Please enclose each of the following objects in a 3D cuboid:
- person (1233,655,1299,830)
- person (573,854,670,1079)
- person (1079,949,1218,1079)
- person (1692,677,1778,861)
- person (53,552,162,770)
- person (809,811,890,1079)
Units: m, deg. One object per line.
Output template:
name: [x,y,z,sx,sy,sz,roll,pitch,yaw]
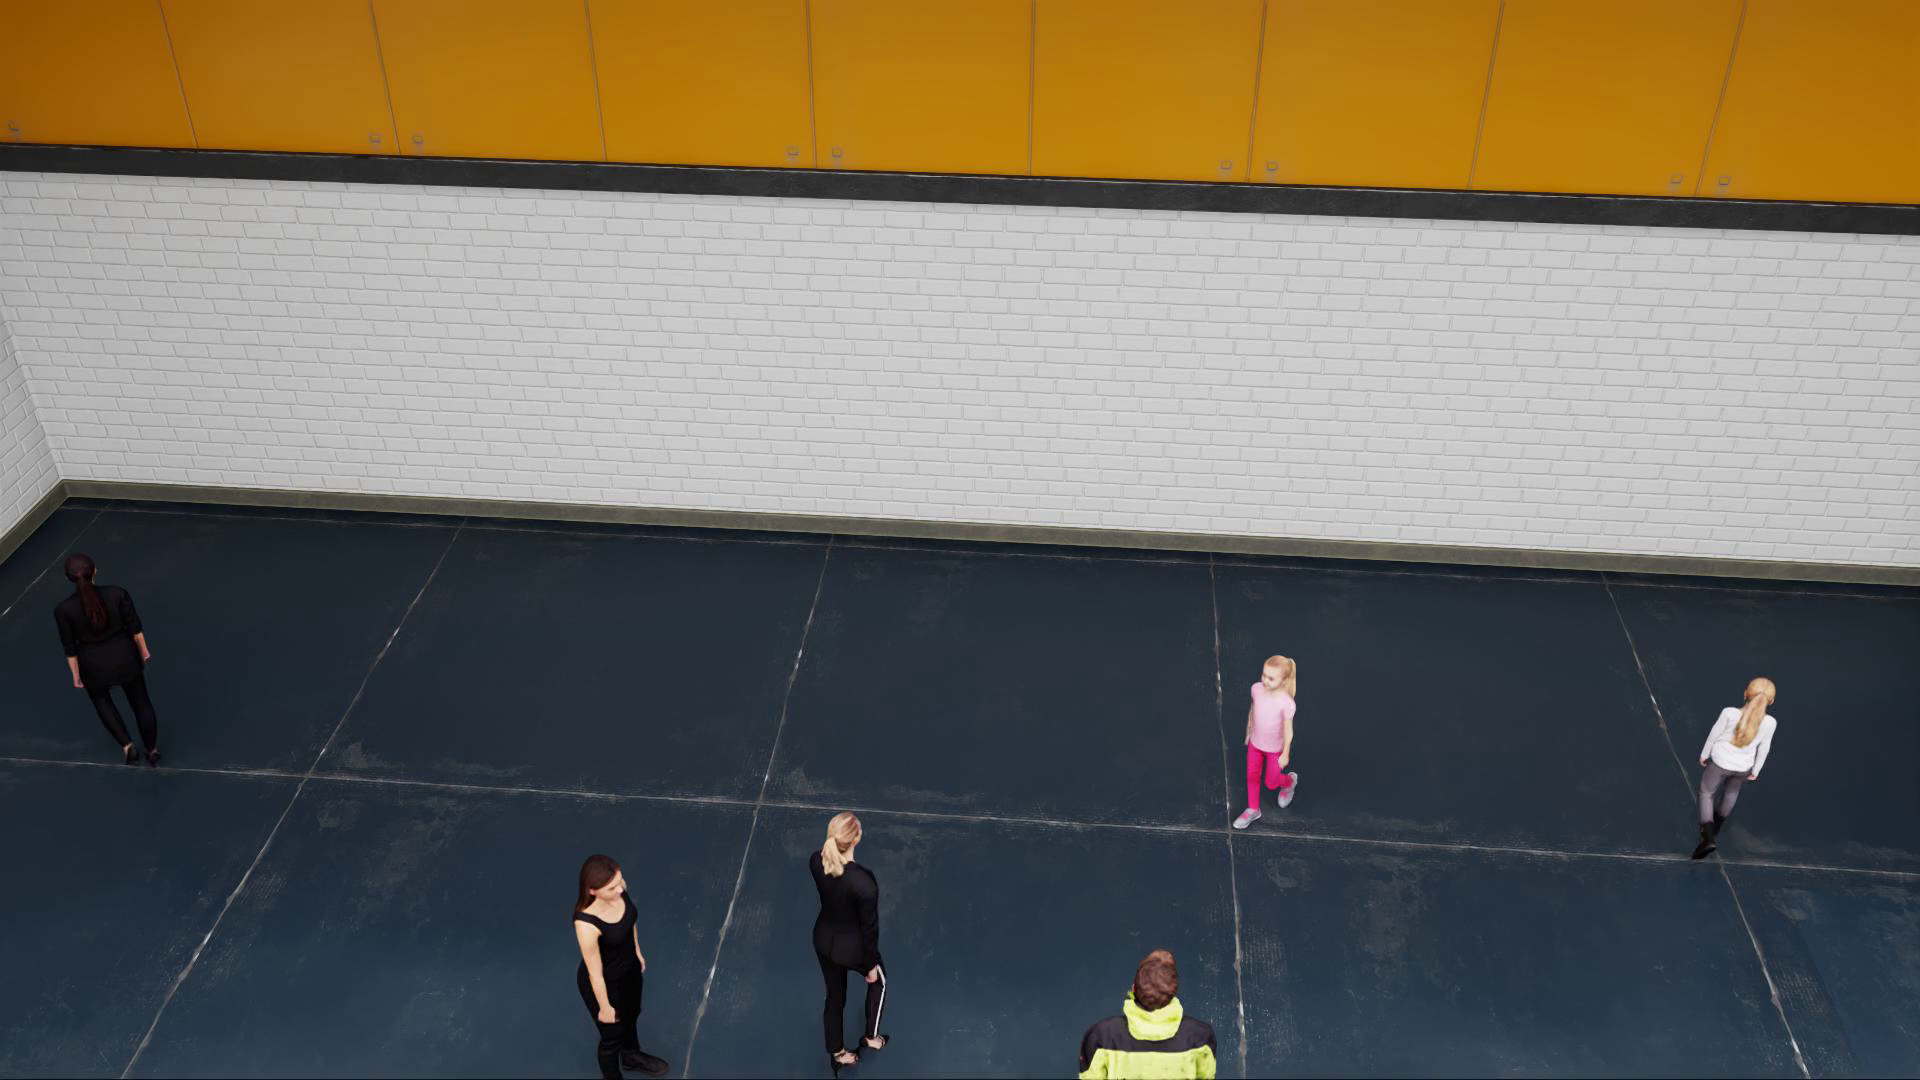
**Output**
person: [1.934,1.217,10.255,0.789,1.264,0.715,-28,42,-35]
person: [-1.759,2.199,8.398,0.679,1.686,0.538,8,35,12]
person: [0.820,2.611,7.512,0.810,1.981,0.698,-2,34,-4]
person: [4.641,1.379,10.012,0.585,1.264,0.826,9,35,14]
person: [-5.335,0.832,10.484,0.734,1.651,0.775,-20,38,-27]
person: [-0.639,2.136,8.488,0.716,1.690,0.746,19,38,26]
